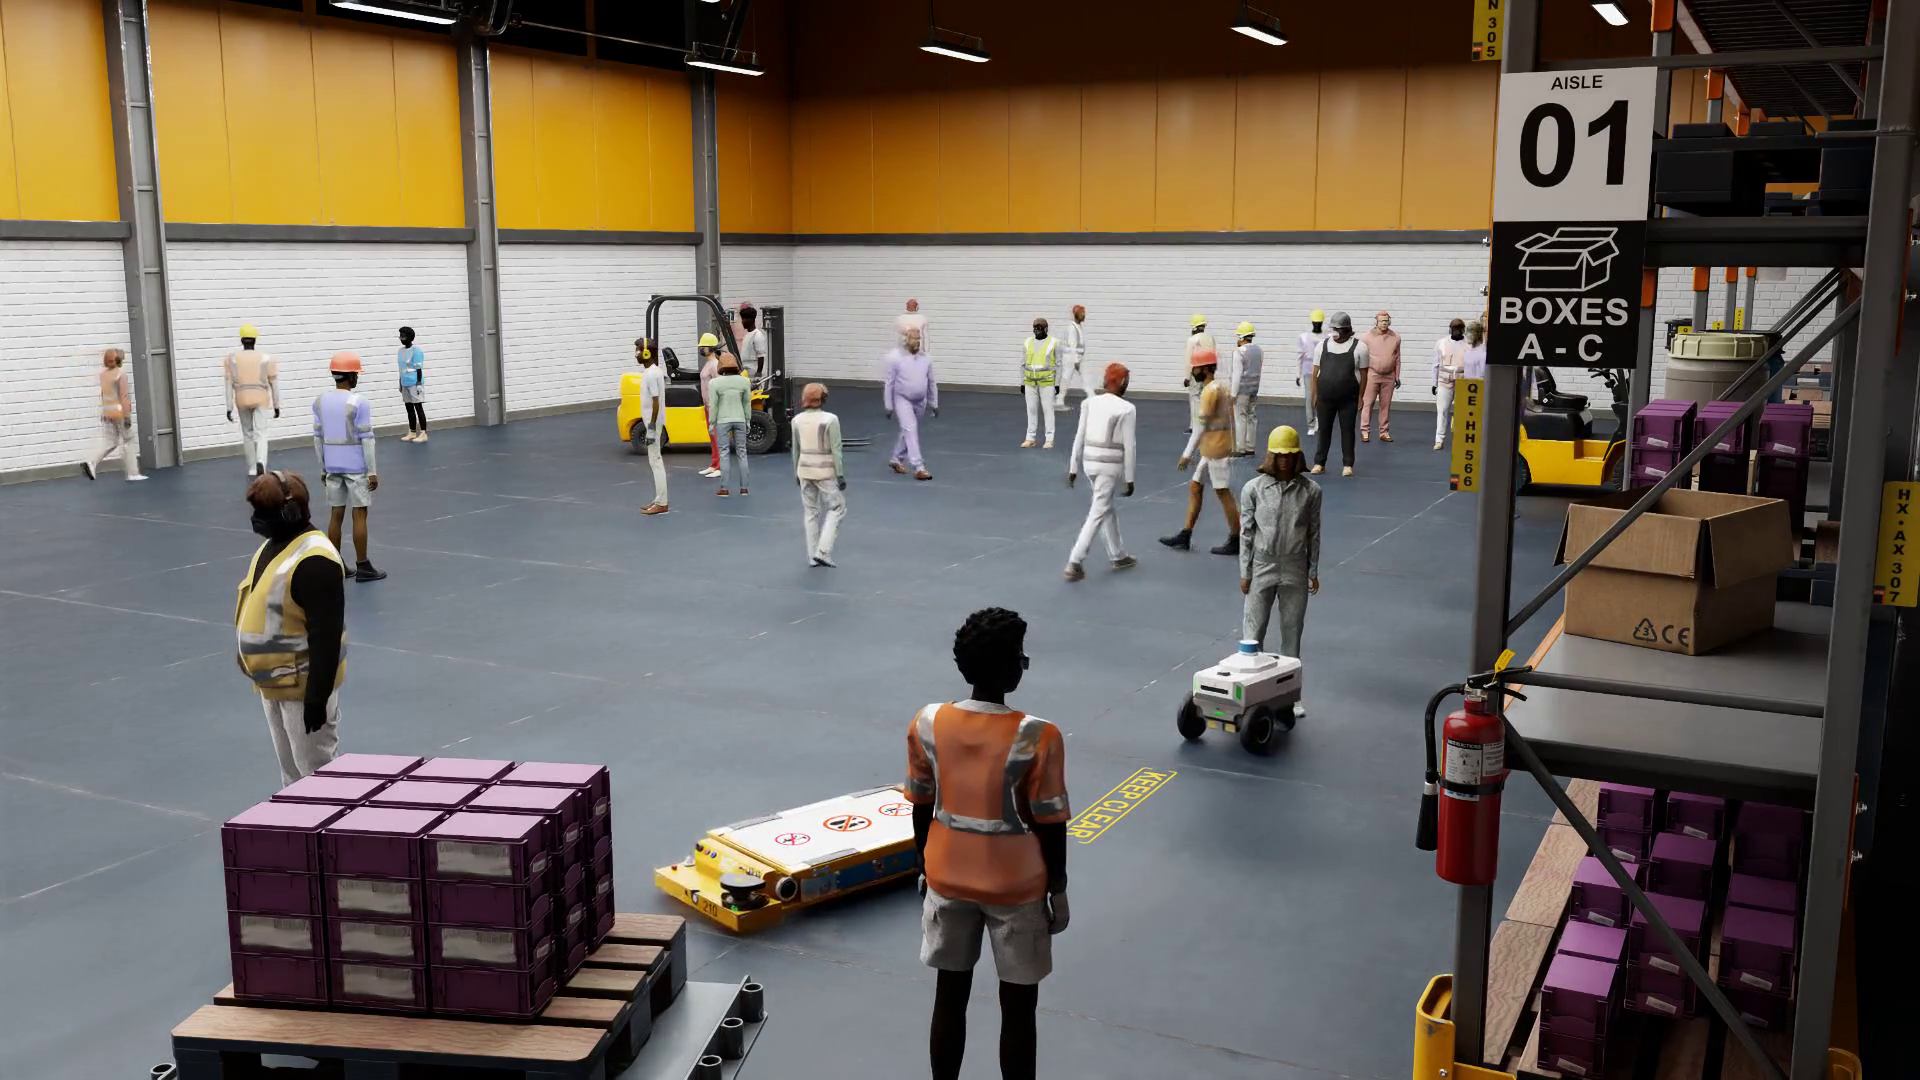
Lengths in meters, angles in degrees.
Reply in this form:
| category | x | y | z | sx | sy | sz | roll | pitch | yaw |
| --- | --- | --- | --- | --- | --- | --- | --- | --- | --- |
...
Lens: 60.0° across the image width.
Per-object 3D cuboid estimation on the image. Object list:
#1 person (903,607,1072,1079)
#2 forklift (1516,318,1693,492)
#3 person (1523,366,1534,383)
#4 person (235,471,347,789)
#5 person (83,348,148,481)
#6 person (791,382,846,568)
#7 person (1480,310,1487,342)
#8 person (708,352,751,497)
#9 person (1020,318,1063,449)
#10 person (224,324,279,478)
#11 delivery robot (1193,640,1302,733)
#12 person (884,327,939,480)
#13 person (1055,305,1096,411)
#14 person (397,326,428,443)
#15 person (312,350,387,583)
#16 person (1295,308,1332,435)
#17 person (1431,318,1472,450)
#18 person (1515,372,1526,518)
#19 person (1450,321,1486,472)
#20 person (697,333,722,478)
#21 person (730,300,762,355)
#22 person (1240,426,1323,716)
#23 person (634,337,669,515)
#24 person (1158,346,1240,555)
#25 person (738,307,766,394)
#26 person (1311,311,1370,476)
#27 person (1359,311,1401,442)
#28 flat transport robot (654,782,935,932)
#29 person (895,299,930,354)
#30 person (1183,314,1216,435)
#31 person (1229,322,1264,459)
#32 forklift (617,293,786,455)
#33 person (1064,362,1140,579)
| category | x | y | z | sx | sy | sz | roll | pitch | yaw |
| --- | --- | --- | --- | --- | --- | --- | --- | --- | --- |
| person | 0.093 | 1.038 | 5.051 | 0.541 | 1.699 | 0.315 | 5 | 11 | 26 |
| forklift | 7.066 | -1.601 | 18.899 | 2.313 | 2.155 | 1.214 | 5 | 11 | 27 |
| person | 7.715 | -2.169 | 22.971 | 0.446 | 1.920 | 0.559 | 2 | 10 | 9 |
| person | -2.842 | 0.616 | 7.097 | 0.429 | 1.842 | 0.621 | -8 | 13 | -40 |
| person | -10.128 | -1.481 | 19.863 | 0.521 | 1.622 | 0.656 | 6 | 11 | 30 |
| person | -1.224 | -0.552 | 14.446 | 0.568 | 1.629 | 0.375 | 6 | 12 | 33 |
| person | 7.512 | -2.311 | 23.747 | 0.635 | 1.937 | 0.352 | 4 | 11 | 22 |
| person | -2.597 | -1.303 | 18.798 | 0.497 | 1.633 | 0.288 | -5 | 11 | -25 |
| person | 1.125 | -2.201 | 23.396 | 0.635 | 1.840 | 0.429 | 5 | 11 | 26 |
| person | -8.610 | -1.678 | 20.235 | 0.595 | 1.900 | 0.865 | -3 | 10 | -18 |
| delivery robot | 1.634 | 0.809 | 9.416 | 0.477 | 0.478 | 0.707 | 9 | 13 | 41 |
| person | -0.601 | -1.681 | 20.384 | 0.653 | 1.859 | 1.046 | -7 | 12 | -33 |
| person | 2.081 | -3.127 | 28.764 | 0.994 | 1.828 | 0.607 | 5 | 11 | 25 |
| person | -7.976 | -2.260 | 24.170 | 0.535 | 1.691 | 0.319 | 8 | 13 | 38 |
| person | -5.110 | -0.614 | 13.927 | 0.551 | 1.935 | 0.375 | 3 | 10 | 18 |
| person | 5.374 | -2.539 | 25.142 | 0.593 | 1.911 | 0.447 | 2 | 10 | 12 |
| person | 6.885 | -2.161 | 23.161 | 0.633 | 1.842 | 0.429 | 3 | 10 | 18 |
| person | 5.713 | -1.148 | 17.433 | 0.395 | 1.803 | 0.693 | -1 | 10 | -5 |
| person | 6.304 | -1.735 | 20.512 | 0.572 | 1.910 | 0.622 | -2 | 10 | -11 |
| person | -3.055 | -1.650 | 20.422 | 0.314 | 1.769 | 0.524 | -4 | 10 | -20 |
| person | -3.857 | -3.380 | 30.090 | 0.654 | 1.895 | 0.472 | 3 | 10 | 18 |
| person | 1.893 | 0.191 | 9.832 | 0.488 | 1.743 | 0.319 | 0 | 10 | -1 |
| person | -3.245 | -1.192 | 17.502 | 0.309 | 1.858 | 0.535 | -1 | 10 | -8 |
| person | 2.205 | -0.806 | 15.164 | 0.906 | 1.887 | 0.578 | 2 | 10 | 13 |
| person | -3.054 | -2.446 | 24.472 | 0.375 | 1.959 | 0.600 | -5 | 11 | -25 |
| person | 4.668 | -1.805 | 20.526 | 0.682 | 2.000 | 0.536 | 5 | 11 | 25 |
| person | 6.109 | -2.368 | 24.172 | 0.652 | 1.906 | 0.402 | -1 | 10 | -8 |
| flat transport robot | -0.557 | 1.359 | 7.327 | 1.431 | 0.197 | 0.652 | -8 | 13 | -40 |
| person | -0.869 | -3.471 | 30.560 | 0.651 | 1.907 | 0.409 | 1 | 10 | 5 |
| person | 3.602 | -2.502 | 25.172 | 0.600 | 1.827 | 0.404 | -8 | 13 | -40 |
| person | 3.791 | -1.993 | 22.216 | 0.404 | 1.833 | 0.593 | 9 | 13 | 42 |
| forklift | -3.588 | -2.317 | 23.042 | 2.313 | 2.155 | 1.214 | -1 | 10 | -5 |
| person | 1.183 | -0.594 | 14.145 | 0.980 | 1.836 | 0.648 | -8 | 13 | -40 |
